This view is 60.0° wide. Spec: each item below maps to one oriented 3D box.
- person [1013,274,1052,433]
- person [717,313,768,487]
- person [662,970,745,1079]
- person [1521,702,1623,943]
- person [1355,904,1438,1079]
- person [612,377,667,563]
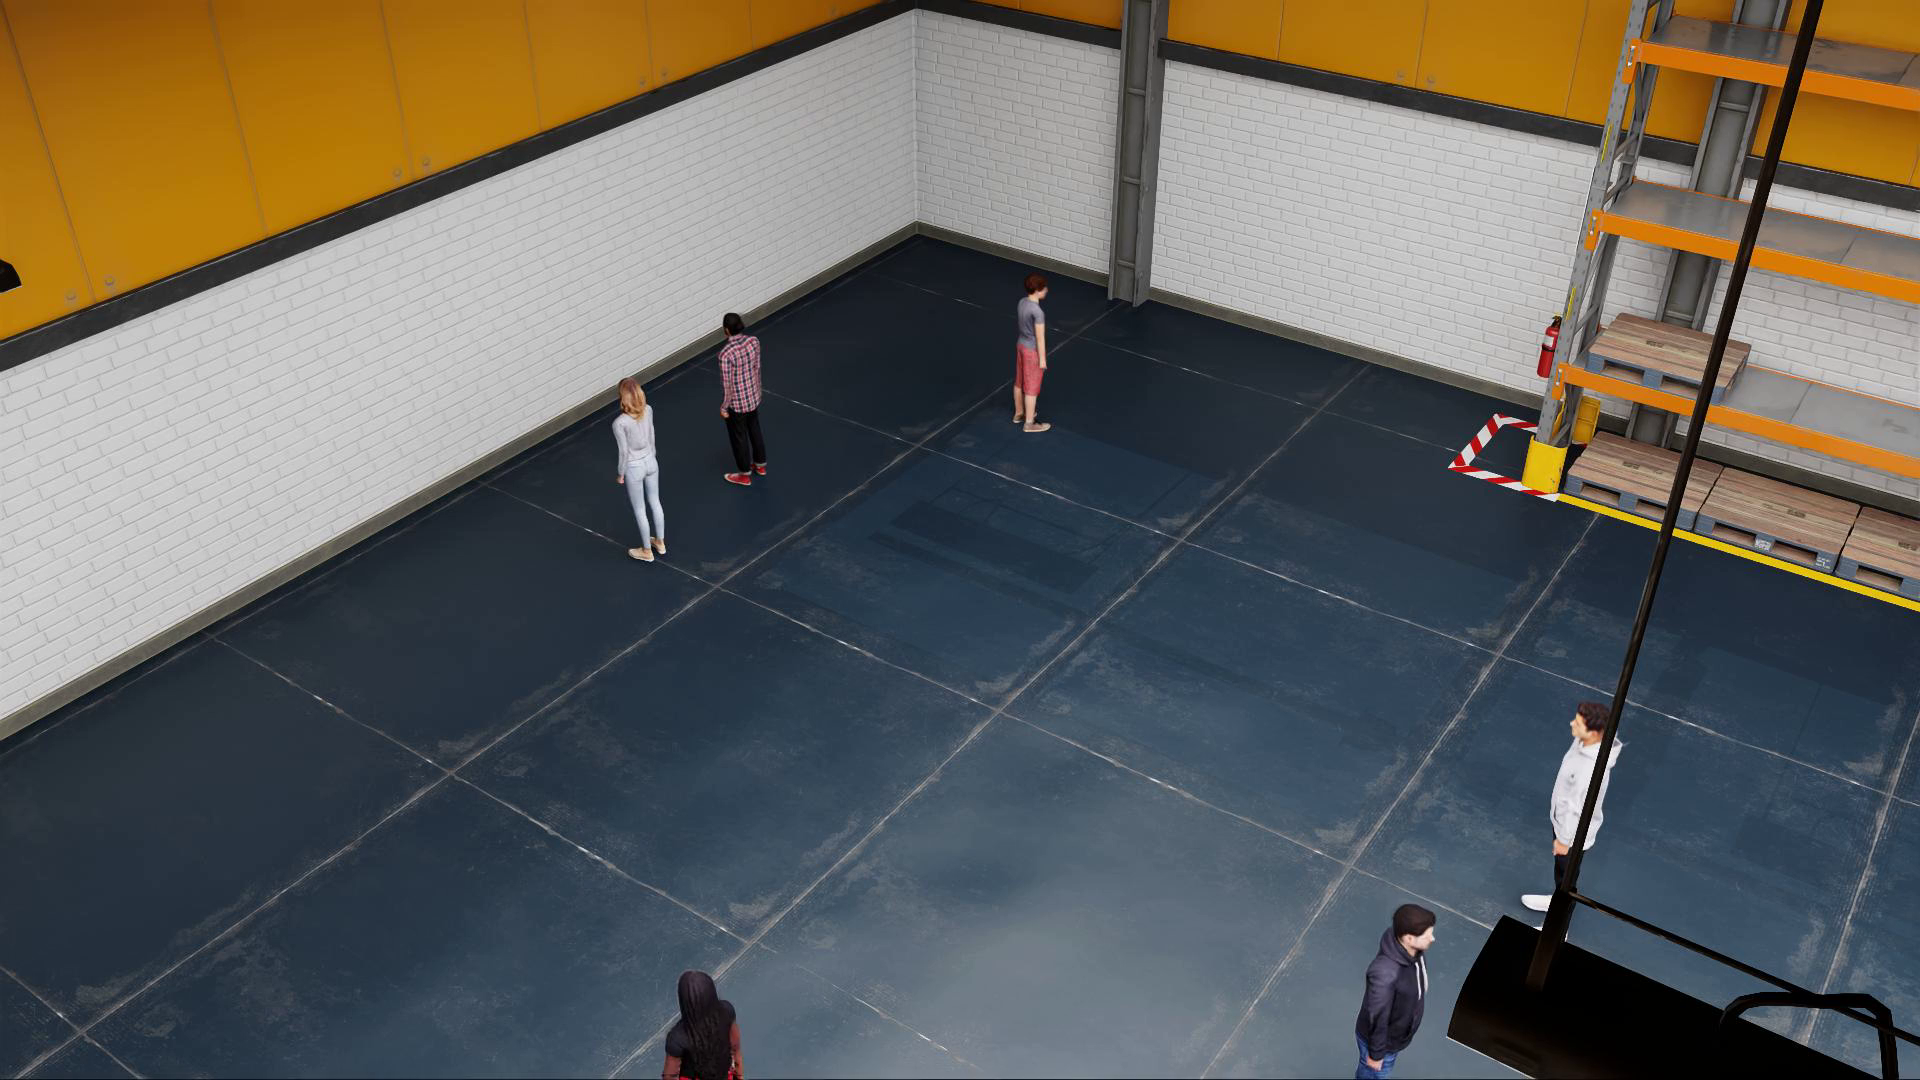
[{"bbox_3d":[0.701,-1.884,16.623,0.734,1.649,0.621,-15,36,-21],"label":"person"},{"bbox_3d":[-2.071,-1.348,15.714,0.553,1.761,0.692,20,39,28],"label":"person"},{"bbox_3d":[-1.326,3.086,9.126,1.224,1.671,0.652,24,40,31],"label":"person"},{"bbox_3d":[4.006,1.822,10.799,0.681,1.924,0.733,10,35,14],"label":"person"},{"bbox_3d":[2.402,2.750,9.430,0.599,1.893,0.698,17,37,23],"label":"person"},{"bbox_3d":[-2.814,-0.626,14.597,0.499,1.796,0.587,22,40,30],"label":"person"}]
